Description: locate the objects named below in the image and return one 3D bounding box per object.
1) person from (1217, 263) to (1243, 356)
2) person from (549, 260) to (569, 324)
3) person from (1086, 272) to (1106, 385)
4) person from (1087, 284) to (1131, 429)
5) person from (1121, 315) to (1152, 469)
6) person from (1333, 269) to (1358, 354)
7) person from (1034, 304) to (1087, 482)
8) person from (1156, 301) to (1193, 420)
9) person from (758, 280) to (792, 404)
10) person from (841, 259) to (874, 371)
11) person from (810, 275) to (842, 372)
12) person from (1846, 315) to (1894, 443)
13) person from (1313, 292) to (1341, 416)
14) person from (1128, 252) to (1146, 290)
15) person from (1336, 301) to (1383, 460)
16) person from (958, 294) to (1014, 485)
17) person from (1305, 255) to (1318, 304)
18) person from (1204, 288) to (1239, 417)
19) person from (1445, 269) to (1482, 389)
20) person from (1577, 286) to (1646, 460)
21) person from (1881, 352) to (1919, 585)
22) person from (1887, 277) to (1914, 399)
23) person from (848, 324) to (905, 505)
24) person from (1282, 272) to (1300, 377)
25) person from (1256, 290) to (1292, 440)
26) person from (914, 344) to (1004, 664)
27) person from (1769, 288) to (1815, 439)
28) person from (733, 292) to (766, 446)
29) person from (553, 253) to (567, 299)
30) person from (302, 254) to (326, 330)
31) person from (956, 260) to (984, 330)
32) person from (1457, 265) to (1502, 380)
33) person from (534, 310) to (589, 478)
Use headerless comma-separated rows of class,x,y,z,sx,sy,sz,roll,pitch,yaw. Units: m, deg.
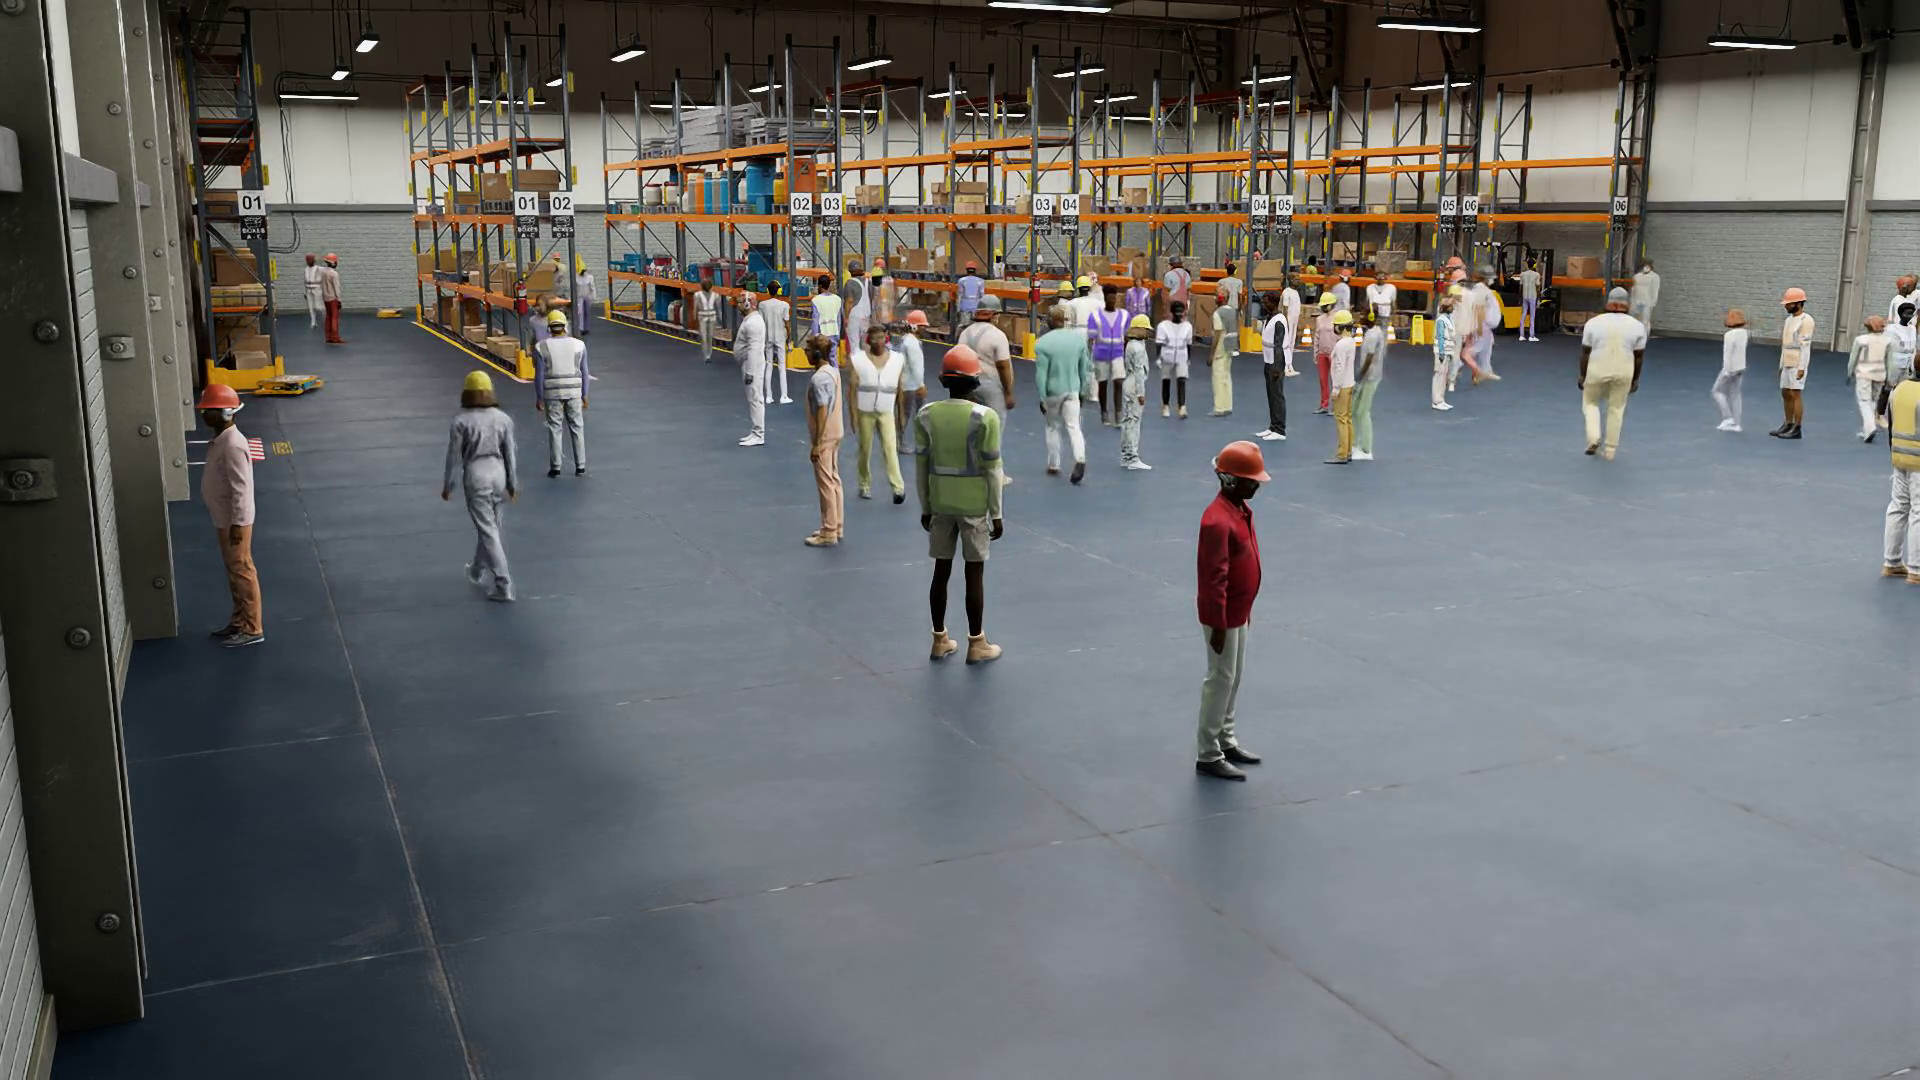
person,5.461,-4.662,33.661,0.532,1.870,0.316,2,11,9
person,-10.420,-6.404,42.978,0.503,1.696,0.923,1,11,6
person,2.226,-3.560,28.005,0.397,1.900,0.634,-7,13,-31
person,2.005,-2.445,22.258,0.620,1.915,0.974,-1,11,-4
person,2.005,-1.673,18.803,0.313,1.739,0.485,-1,11,-7
person,7.916,-4.679,34.110,0.654,1.729,0.568,-4,12,-17
person,1.111,-1.572,17.879,0.647,1.906,0.902,-4,12,-18
person,2.990,-2.494,23.172,0.540,1.647,0.899,0,11,-2
person,-2.798,-2.999,25.215,0.532,1.867,0.315,2,11,11
person,-1.915,-4.099,30.365,0.536,2.000,0.688,9,14,39
person,-2.093,-3.173,25.969,0.392,1.920,0.593,10,15,41
person,11.530,-2.040,21.021,0.505,1.606,0.773,0,11,0
person,5.262,-2.658,23.775,0.342,1.756,0.533,-8,14,-36
person,4.930,-7.127,46.396,0.644,1.802,0.933,-3,12,-17
person,4.668,-1.854,19.433,0.497,1.855,0.531,1,11,4
person,0.319,-1.610,17.711,0.535,2.000,0.689,-9,14,-39
person,9.812,-7.082,46.398,0.318,1.698,0.535,-3,11,-14
person,3.735,-2.651,23.616,0.386,1.822,0.688,8,14,35
person,8.189,-3.428,27.144,0.623,1.969,0.721,-6,12,-27
person,7.611,-1.955,19.468,0.717,2.000,0.537,3,11,14
person,7.494,-0.575,12.959,0.429,1.846,0.626,-1,11,-6
person,14.614,-3.138,25.881,0.355,1.884,0.575,5,12,23
person,-0.812,-1.237,16.472,0.580,1.781,0.984,-3,11,-13
person,5.850,-3.807,29.378,0.346,1.846,0.506,7,13,31
person,4.018,-2.231,21.220,0.397,1.910,0.587,0,11,-2
person,0.009,-0.224,10.649,0.612,2.048,0.363,6,13,27
person,10.665,-2.261,21.320,0.385,1.925,0.553,0,11,-1
person,-2.611,-2.126,20.674,0.399,1.909,0.642,0,11,-2
person,-11.420,-7.273,47.227,0.563,1.751,0.330,-10,15,-42
person,-16.020,-6.150,41.223,0.594,1.867,0.456,3,12,16
person,0.200,-4.686,33.671,0.559,1.920,0.408,-3,11,-13
person,8.935,-3.772,28.703,0.782,2.000,0.751,4,12,21
person,-4.345,-1.586,18.152,0.588,1.822,0.403,-5,12,-25
